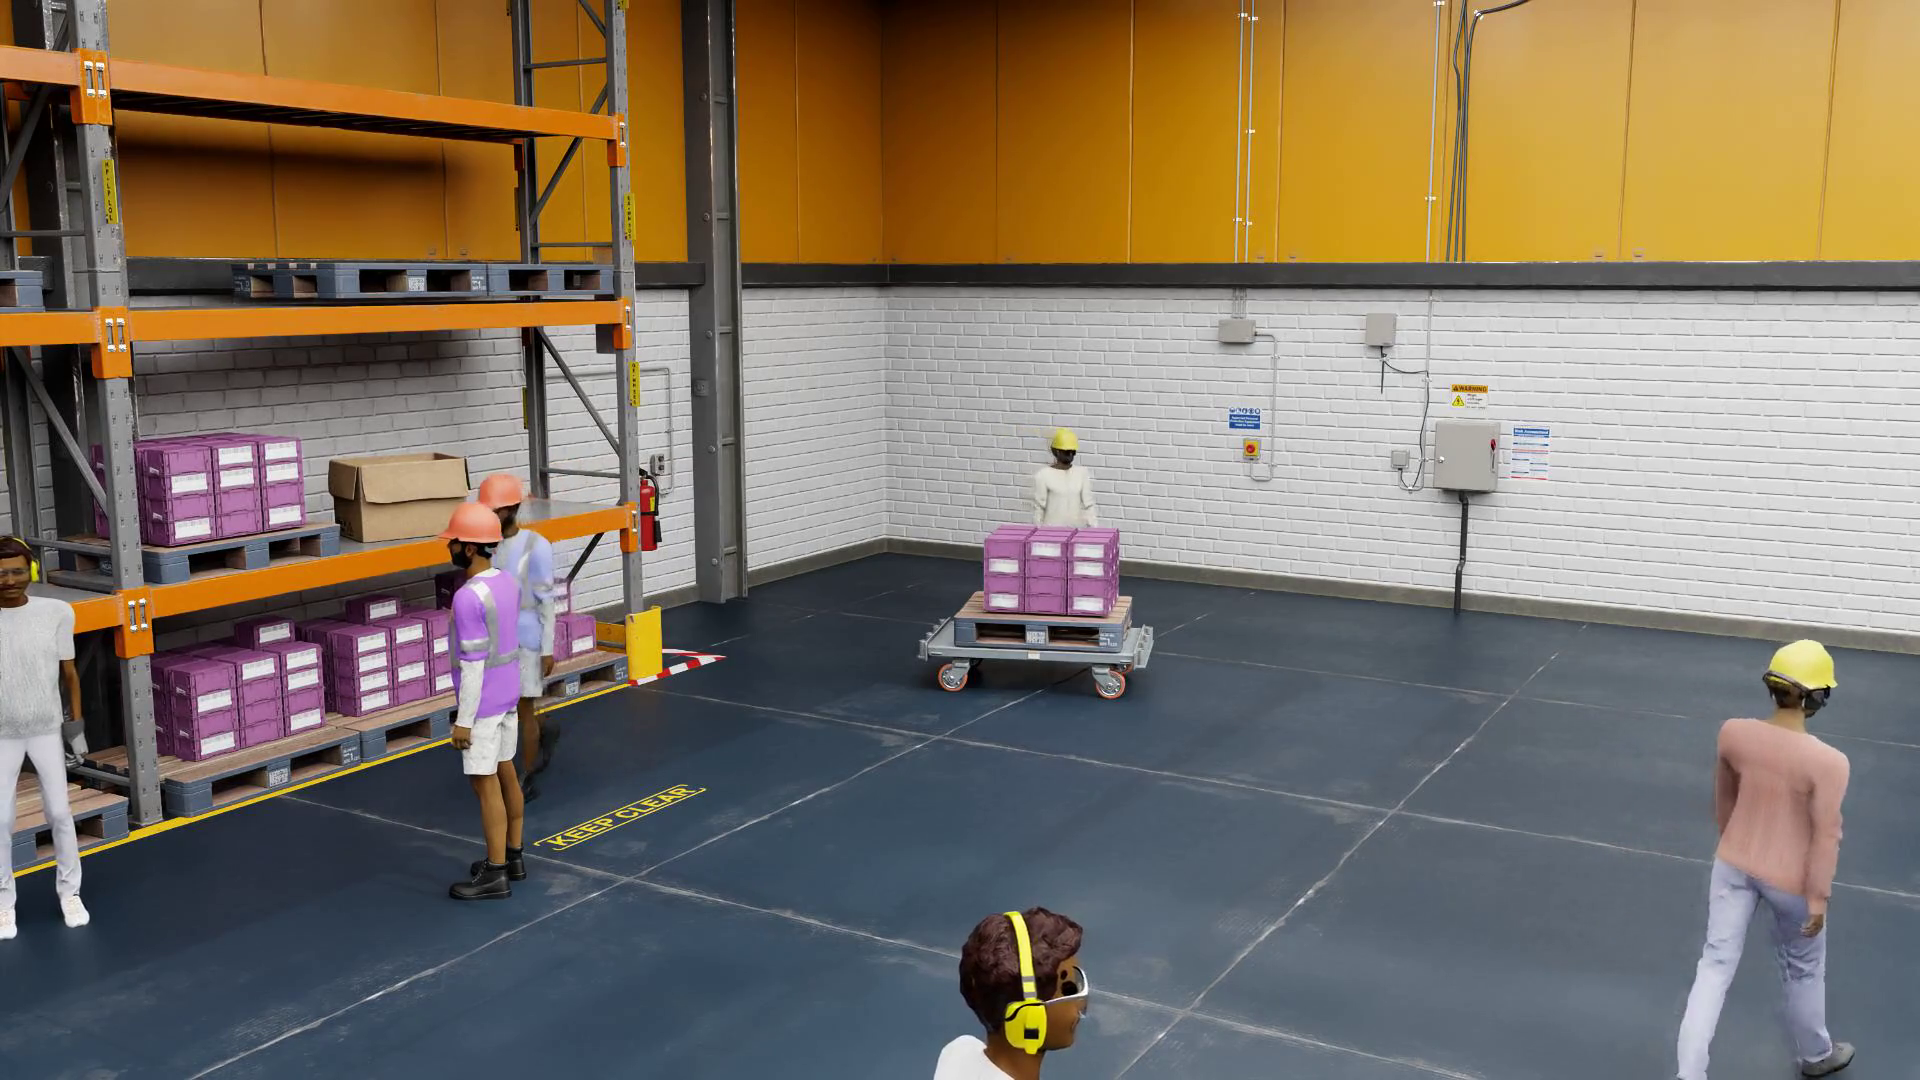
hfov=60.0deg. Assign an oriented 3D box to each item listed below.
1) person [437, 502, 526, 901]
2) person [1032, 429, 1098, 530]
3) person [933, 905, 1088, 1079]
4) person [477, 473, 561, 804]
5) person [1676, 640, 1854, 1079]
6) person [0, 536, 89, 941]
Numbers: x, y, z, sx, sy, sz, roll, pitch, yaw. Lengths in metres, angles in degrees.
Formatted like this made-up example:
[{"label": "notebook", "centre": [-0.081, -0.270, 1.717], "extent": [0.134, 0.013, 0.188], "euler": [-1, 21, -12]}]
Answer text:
[{"label": "person", "centre": [-2.319, 0.777, 8.078], "extent": [0.348, 1.943, 0.543], "euler": [1, 9, 6]}, {"label": "person", "centre": [0.915, -0.052, 13.892], "extent": [0.536, 1.728, 0.849], "euler": [-6, 11, -31]}, {"label": "person", "centre": [0.098, 1.597, 3.183], "extent": [0.335, 1.873, 0.520], "euler": [-3, 10, -17]}, {"label": "person", "centre": [-2.515, 0.553, 9.566], "extent": [0.552, 1.922, 0.616], "euler": [4, 10, 23]}, {"label": "person", "centre": [2.970, 1.207, 6.082], "extent": [0.905, 1.718, 0.536], "euler": [-6, 11, -32]}, {"label": "person", "centre": [-4.288, 0.894, 7.620], "extent": [0.509, 1.860, 0.318], "euler": [-5, 11, -31]}]
